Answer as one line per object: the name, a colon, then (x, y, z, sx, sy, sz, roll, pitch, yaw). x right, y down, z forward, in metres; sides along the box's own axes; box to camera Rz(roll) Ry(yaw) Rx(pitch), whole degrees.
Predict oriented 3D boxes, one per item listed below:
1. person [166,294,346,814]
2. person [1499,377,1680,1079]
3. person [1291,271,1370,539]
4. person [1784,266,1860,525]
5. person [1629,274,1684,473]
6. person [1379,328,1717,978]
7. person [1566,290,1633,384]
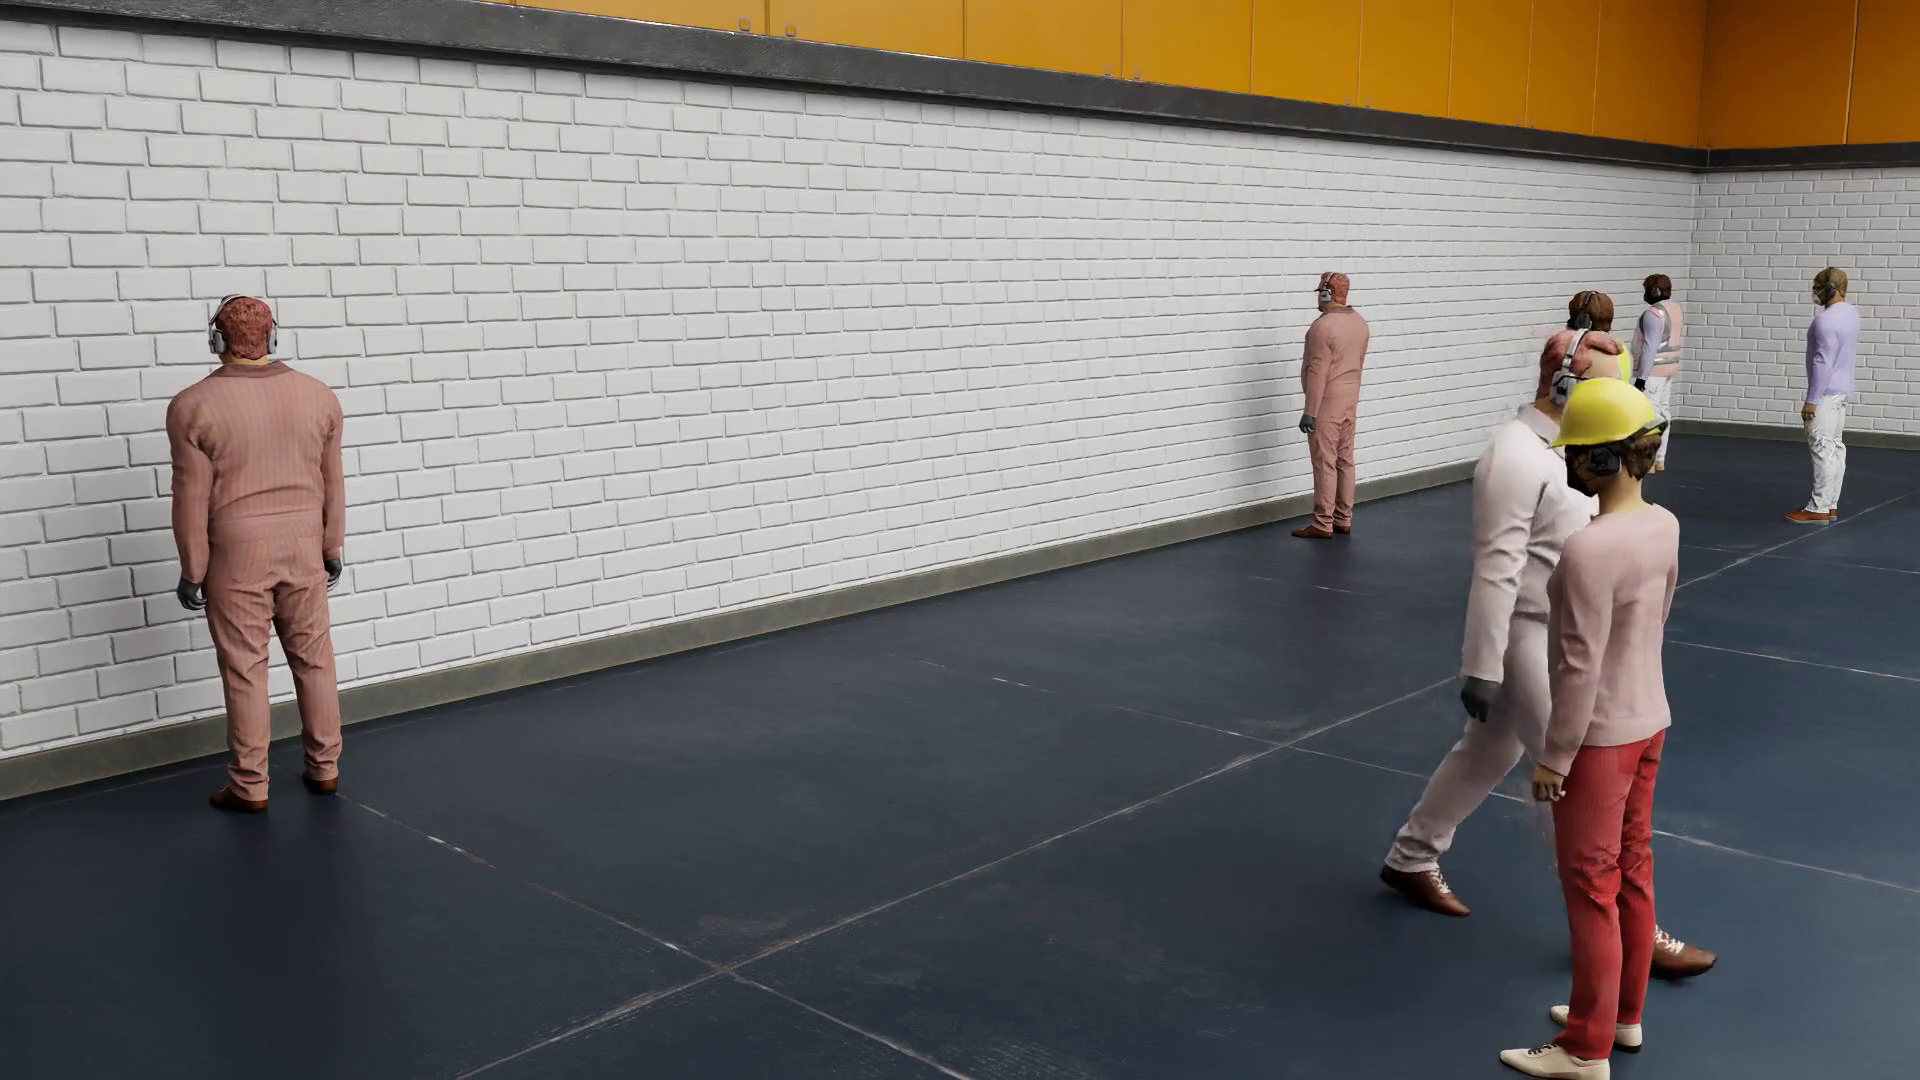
person: (-2.593, 0.054, 6.157, 0.409, 1.909, 0.641, 9, 13, 42)
person: (1.583, 0.479, 4.147, 0.317, 1.765, 0.522, 9, 13, 42)
person: (2.640, -0.960, 11.932, 0.409, 1.908, 0.641, 9, 13, 42)
person: (6.519, -1.081, 12.536, 0.373, 1.938, 0.630, 9, 13, 42)
person: (6.417, -1.538, 15.415, 0.429, 1.841, 0.625, 9, 13, 42)
person: (1.726, 0.302, 4.925, 1.024, 1.857, 0.654, 7, 12, 34)
person: (3.445, -0.454, 9.237, 0.429, 1.844, 0.625, 9, 13, 42)
